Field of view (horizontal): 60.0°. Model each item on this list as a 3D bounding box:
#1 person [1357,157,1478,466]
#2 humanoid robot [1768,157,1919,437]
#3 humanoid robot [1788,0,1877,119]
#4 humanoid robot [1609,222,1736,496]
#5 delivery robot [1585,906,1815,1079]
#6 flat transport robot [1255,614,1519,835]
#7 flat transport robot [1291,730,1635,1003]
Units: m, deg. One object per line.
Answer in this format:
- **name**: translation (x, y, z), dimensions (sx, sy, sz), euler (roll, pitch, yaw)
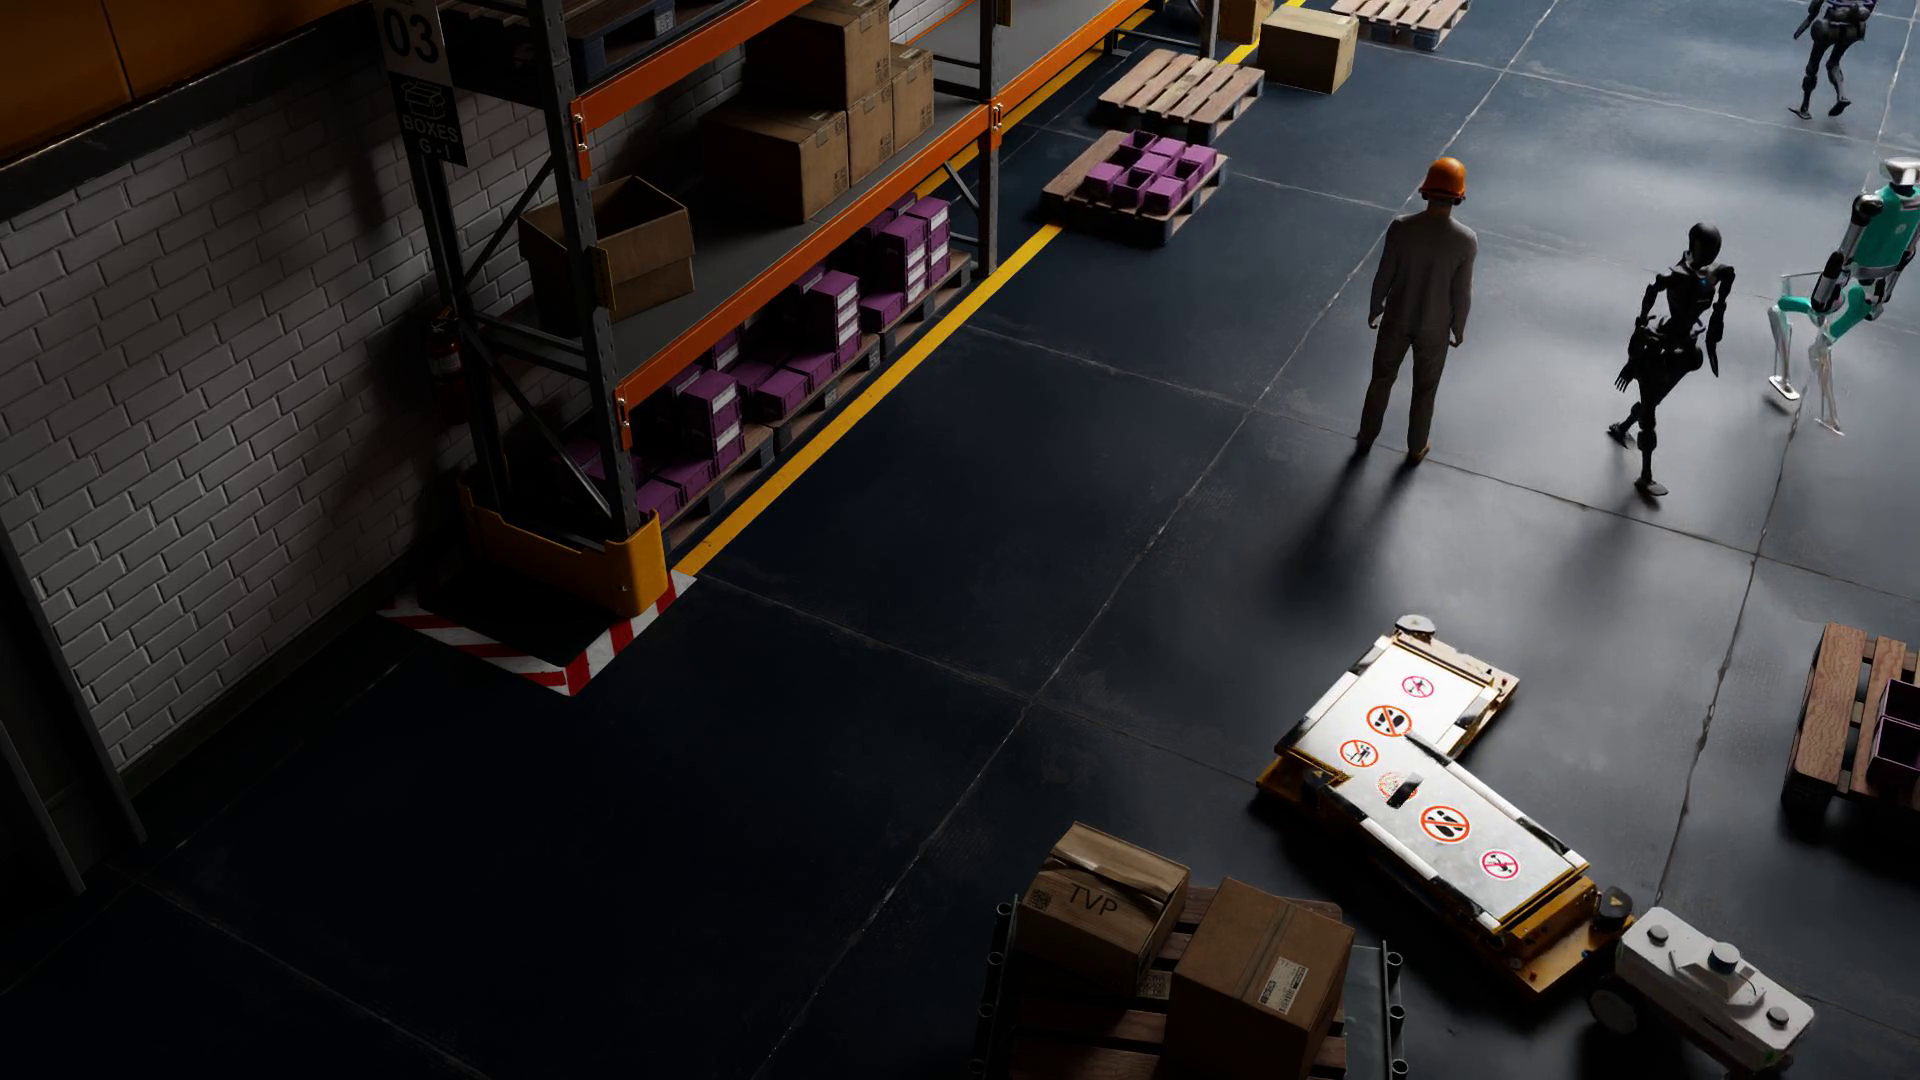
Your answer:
- **person**: translation (2.630, -1.301, 9.557), dimensions (0.560, 1.888, 0.399), euler (15, 41, 18)
- **humanoid robot**: translation (5.240, -1.516, 9.951), dimensions (0.544, 1.788, 0.871), euler (-9, 40, -11)
- **humanoid robot**: translation (7.051, -4.134, 13.268), dimensions (0.584, 1.646, 0.472), euler (-7, 39, -8)
- **humanoid robot**: translation (4.070, -1.075, 9.476), dimensions (0.608, 1.627, 0.774), euler (-8, 39, -10)
- **delivery robot**: translation (2.979, 1.838, 6.708), dimensions (0.499, 0.613, 0.803), euler (-28, 46, -30)
- **flat transport robot**: translation (2.102, 0.908, 8.085), dimensions (0.659, 0.231, 1.431), euler (28, 46, 30)
- **flat transport robot**: translation (2.232, 1.395, 7.476), dimensions (0.659, 0.231, 1.431), euler (-25, 45, -28)
